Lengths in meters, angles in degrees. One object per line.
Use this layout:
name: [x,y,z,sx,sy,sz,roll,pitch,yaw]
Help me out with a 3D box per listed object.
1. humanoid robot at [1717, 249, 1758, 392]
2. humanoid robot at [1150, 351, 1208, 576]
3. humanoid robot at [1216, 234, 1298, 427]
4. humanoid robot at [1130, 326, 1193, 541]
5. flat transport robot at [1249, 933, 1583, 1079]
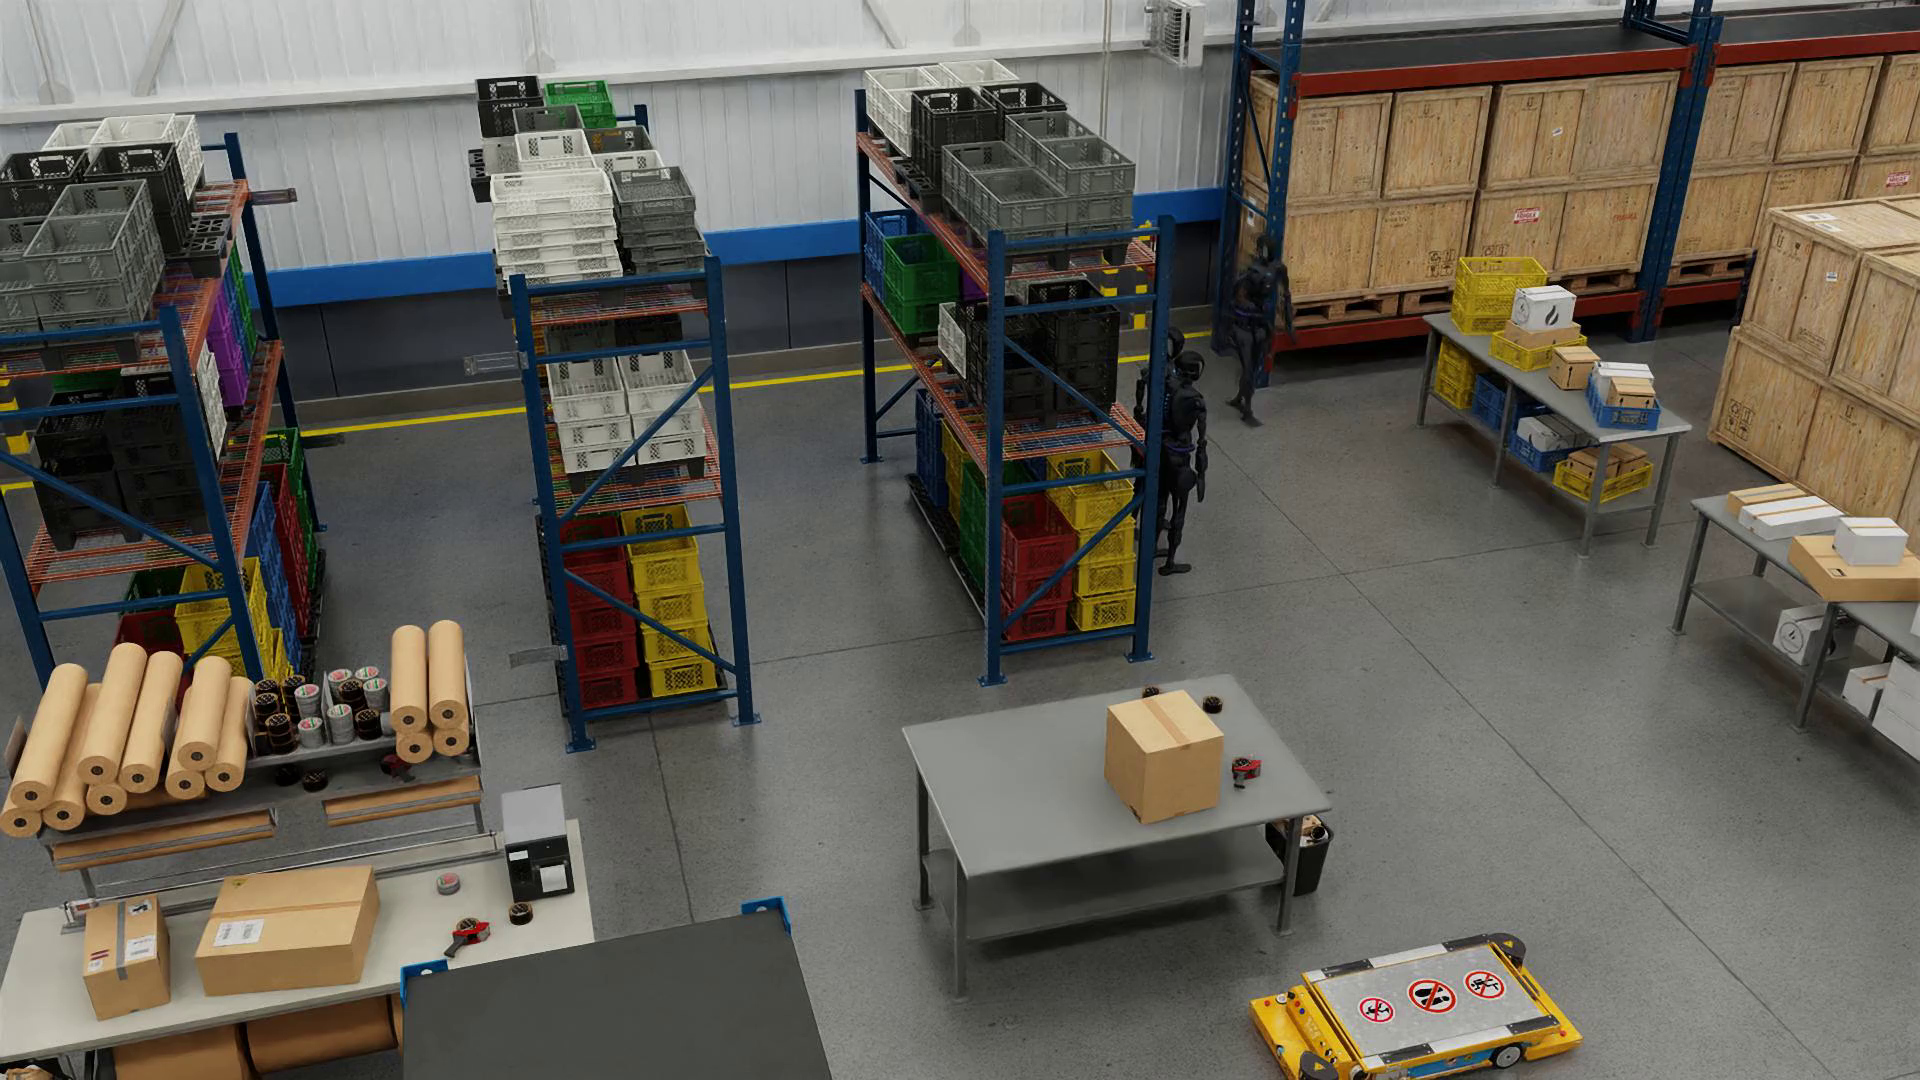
humanoid robot: [6.919,-1.971,14.283,0.573,1.650,0.326,2,29,3]
humanoid robot: [1.538,-0.562,11.720,0.352,1.651,0.564,-14,32,-24]
humanoid robot: [2.496,-1.765,13.927,0.614,1.637,0.664,-16,33,-27]
humanoid robot: [1.452,-0.781,12.118,0.578,1.651,0.338,-18,34,-30]
flat transport robot: [2.184,2.282,7.980,1.431,0.197,0.652,-8,30,-14]
